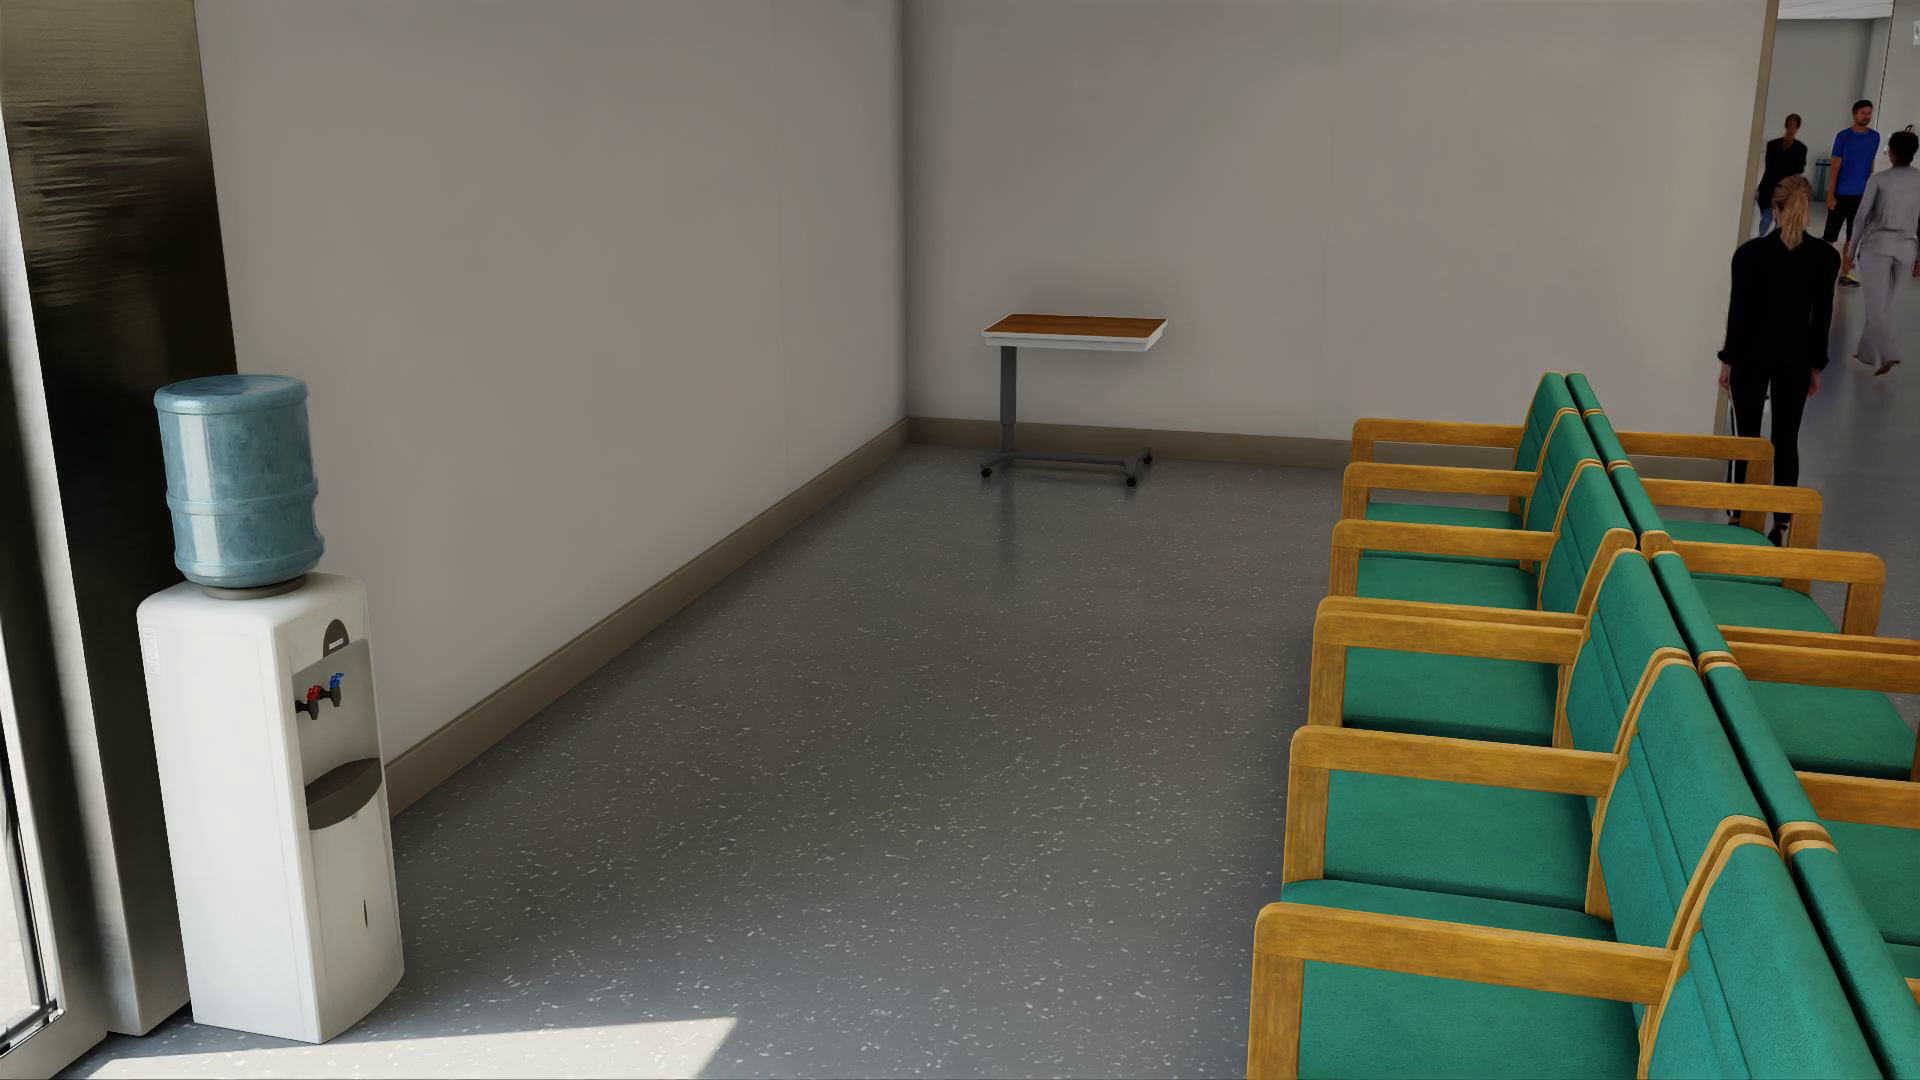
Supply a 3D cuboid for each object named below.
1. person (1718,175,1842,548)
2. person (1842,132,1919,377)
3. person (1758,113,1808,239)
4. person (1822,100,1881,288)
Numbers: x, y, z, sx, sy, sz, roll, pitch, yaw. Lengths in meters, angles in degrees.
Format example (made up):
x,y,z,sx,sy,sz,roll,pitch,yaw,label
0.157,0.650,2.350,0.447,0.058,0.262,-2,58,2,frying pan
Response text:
x,y,z,sx,sy,sz,roll,pitch,yaw,label
3.636,-0.764,7.457,0.462,1.705,0.682,3,16,12,person
6.708,-2.034,11.953,1.095,1.709,0.796,2,16,6,person
9.365,-4.012,19.041,0.940,1.671,0.915,13,20,38,person
9.058,-3.519,16.929,0.585,1.867,0.734,0,16,-2,person
